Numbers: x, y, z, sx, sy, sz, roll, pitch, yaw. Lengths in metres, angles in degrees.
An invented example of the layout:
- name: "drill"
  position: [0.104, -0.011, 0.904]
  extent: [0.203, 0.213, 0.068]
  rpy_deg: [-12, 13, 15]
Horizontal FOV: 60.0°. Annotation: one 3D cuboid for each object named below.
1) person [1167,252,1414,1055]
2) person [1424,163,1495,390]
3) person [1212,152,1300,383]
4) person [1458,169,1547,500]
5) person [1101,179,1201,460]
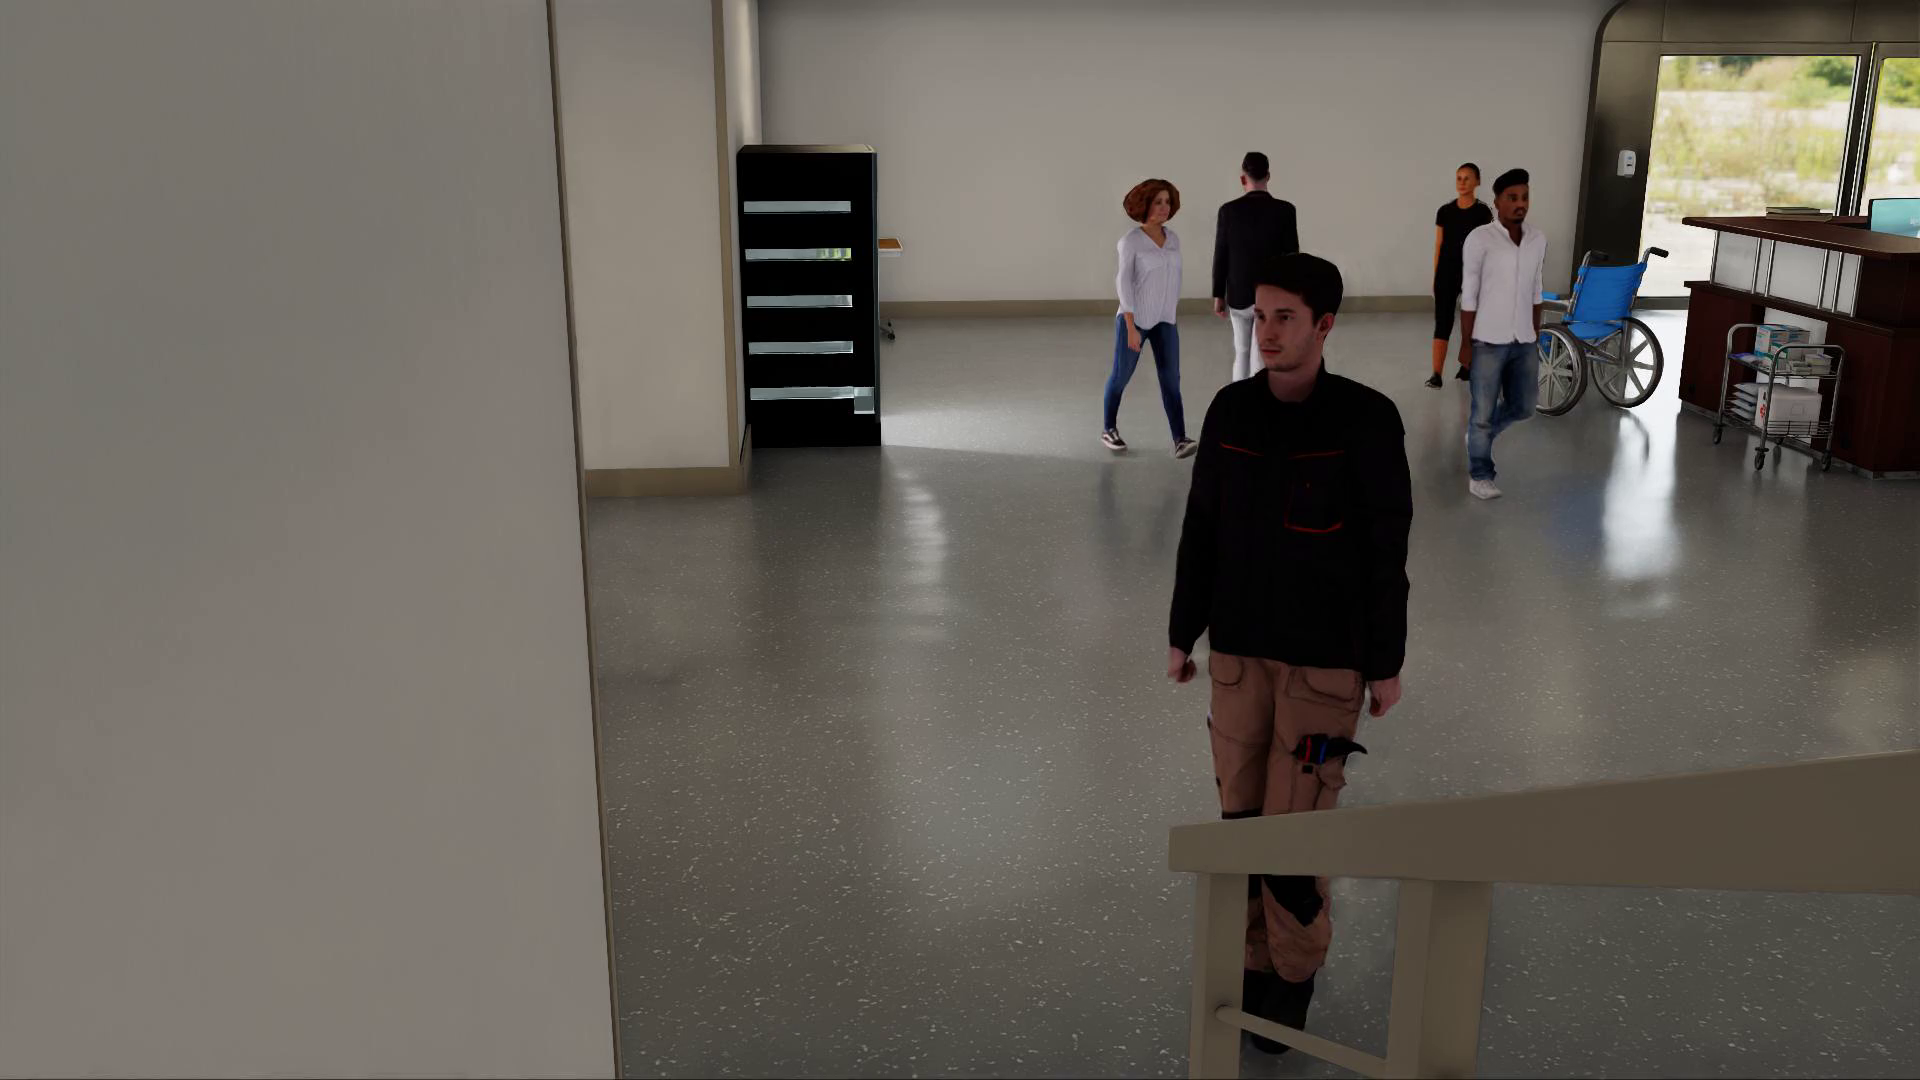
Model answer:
- name: "person"
  position: [0.829, 0.275, 3.992]
  extent: [0.839, 1.914, 0.897]
  rpy_deg: [12, 20, 37]
- name: "person"
  position: [3.760, -1.939, 12.376]
  extent: [1.005, 1.625, 1.150]
  rpy_deg: [9, 18, 30]
- name: "person"
  position: [1.810, -1.460, 10.325]
  extent: [0.823, 1.816, 0.839]
  rpy_deg: [8, 17, 25]
- name: "person"
  position: [2.976, -1.154, 9.259]
  extent: [0.696, 1.805, 0.840]
  rpy_deg: [-3, 16, -12]
- name: "person"
  position: [1.076, -1.332, 10.150]
  extent: [0.924, 1.666, 1.220]
  rpy_deg: [-7, 17, -23]
